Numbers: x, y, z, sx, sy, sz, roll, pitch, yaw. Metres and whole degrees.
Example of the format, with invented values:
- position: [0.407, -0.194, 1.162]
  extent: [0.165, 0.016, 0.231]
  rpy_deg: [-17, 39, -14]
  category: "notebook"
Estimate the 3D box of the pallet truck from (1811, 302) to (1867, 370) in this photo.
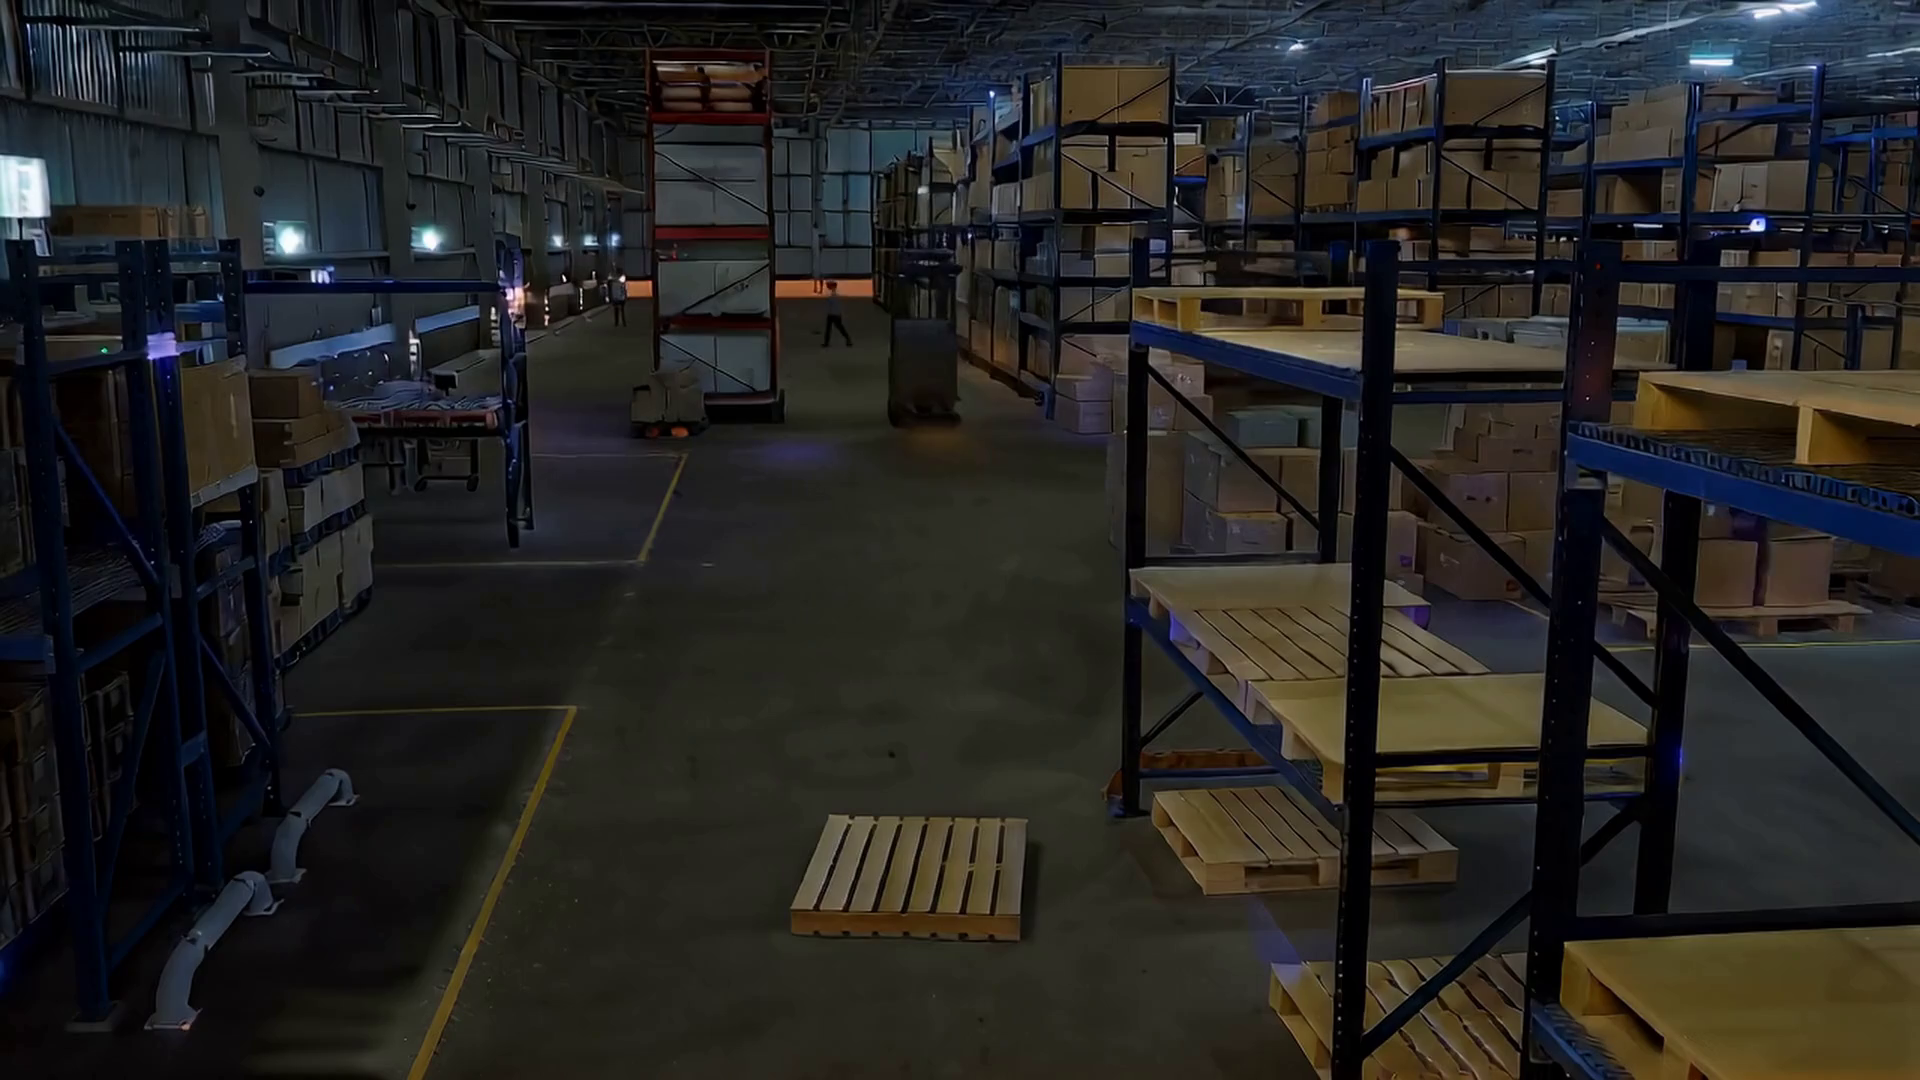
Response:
- position: [15.846, -3.142, 28.793]
  extent: [1.885, 1.965, 0.823]
  rpy_deg: [2, 10, 12]
  category: "pallet truck"

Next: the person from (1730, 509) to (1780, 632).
- position: [6.167, -0.209, 12.912]
  extent: [0.735, 1.899, 0.642]
  rpy_deg: [9, 14, 42]
  category: "person"

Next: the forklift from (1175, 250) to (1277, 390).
- position: [5.350, -4.428, 33.470]
  extent: [1.873, 2.768, 1.129]
  rpy_deg: [-1, 10, -6]
  category: "forklift"

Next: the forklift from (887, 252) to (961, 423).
- position: [-0.649, -3.449, 28.043]
  extent: [1.129, 2.768, 1.873]
  rpy_deg: [-1, 10, -6]
  category: "forklift"

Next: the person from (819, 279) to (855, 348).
- position: [-3.465, -6.392, 46.935]
  extent: [0.981, 1.958, 0.620]
  rpy_deg: [3, 11, 16]
  category: "person"

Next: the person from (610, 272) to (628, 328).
- position: [-11.764, -8.258, 57.357]
  extent: [0.589, 1.920, 0.392]
  rpy_deg: [2, 10, 13]
  category: "person"
